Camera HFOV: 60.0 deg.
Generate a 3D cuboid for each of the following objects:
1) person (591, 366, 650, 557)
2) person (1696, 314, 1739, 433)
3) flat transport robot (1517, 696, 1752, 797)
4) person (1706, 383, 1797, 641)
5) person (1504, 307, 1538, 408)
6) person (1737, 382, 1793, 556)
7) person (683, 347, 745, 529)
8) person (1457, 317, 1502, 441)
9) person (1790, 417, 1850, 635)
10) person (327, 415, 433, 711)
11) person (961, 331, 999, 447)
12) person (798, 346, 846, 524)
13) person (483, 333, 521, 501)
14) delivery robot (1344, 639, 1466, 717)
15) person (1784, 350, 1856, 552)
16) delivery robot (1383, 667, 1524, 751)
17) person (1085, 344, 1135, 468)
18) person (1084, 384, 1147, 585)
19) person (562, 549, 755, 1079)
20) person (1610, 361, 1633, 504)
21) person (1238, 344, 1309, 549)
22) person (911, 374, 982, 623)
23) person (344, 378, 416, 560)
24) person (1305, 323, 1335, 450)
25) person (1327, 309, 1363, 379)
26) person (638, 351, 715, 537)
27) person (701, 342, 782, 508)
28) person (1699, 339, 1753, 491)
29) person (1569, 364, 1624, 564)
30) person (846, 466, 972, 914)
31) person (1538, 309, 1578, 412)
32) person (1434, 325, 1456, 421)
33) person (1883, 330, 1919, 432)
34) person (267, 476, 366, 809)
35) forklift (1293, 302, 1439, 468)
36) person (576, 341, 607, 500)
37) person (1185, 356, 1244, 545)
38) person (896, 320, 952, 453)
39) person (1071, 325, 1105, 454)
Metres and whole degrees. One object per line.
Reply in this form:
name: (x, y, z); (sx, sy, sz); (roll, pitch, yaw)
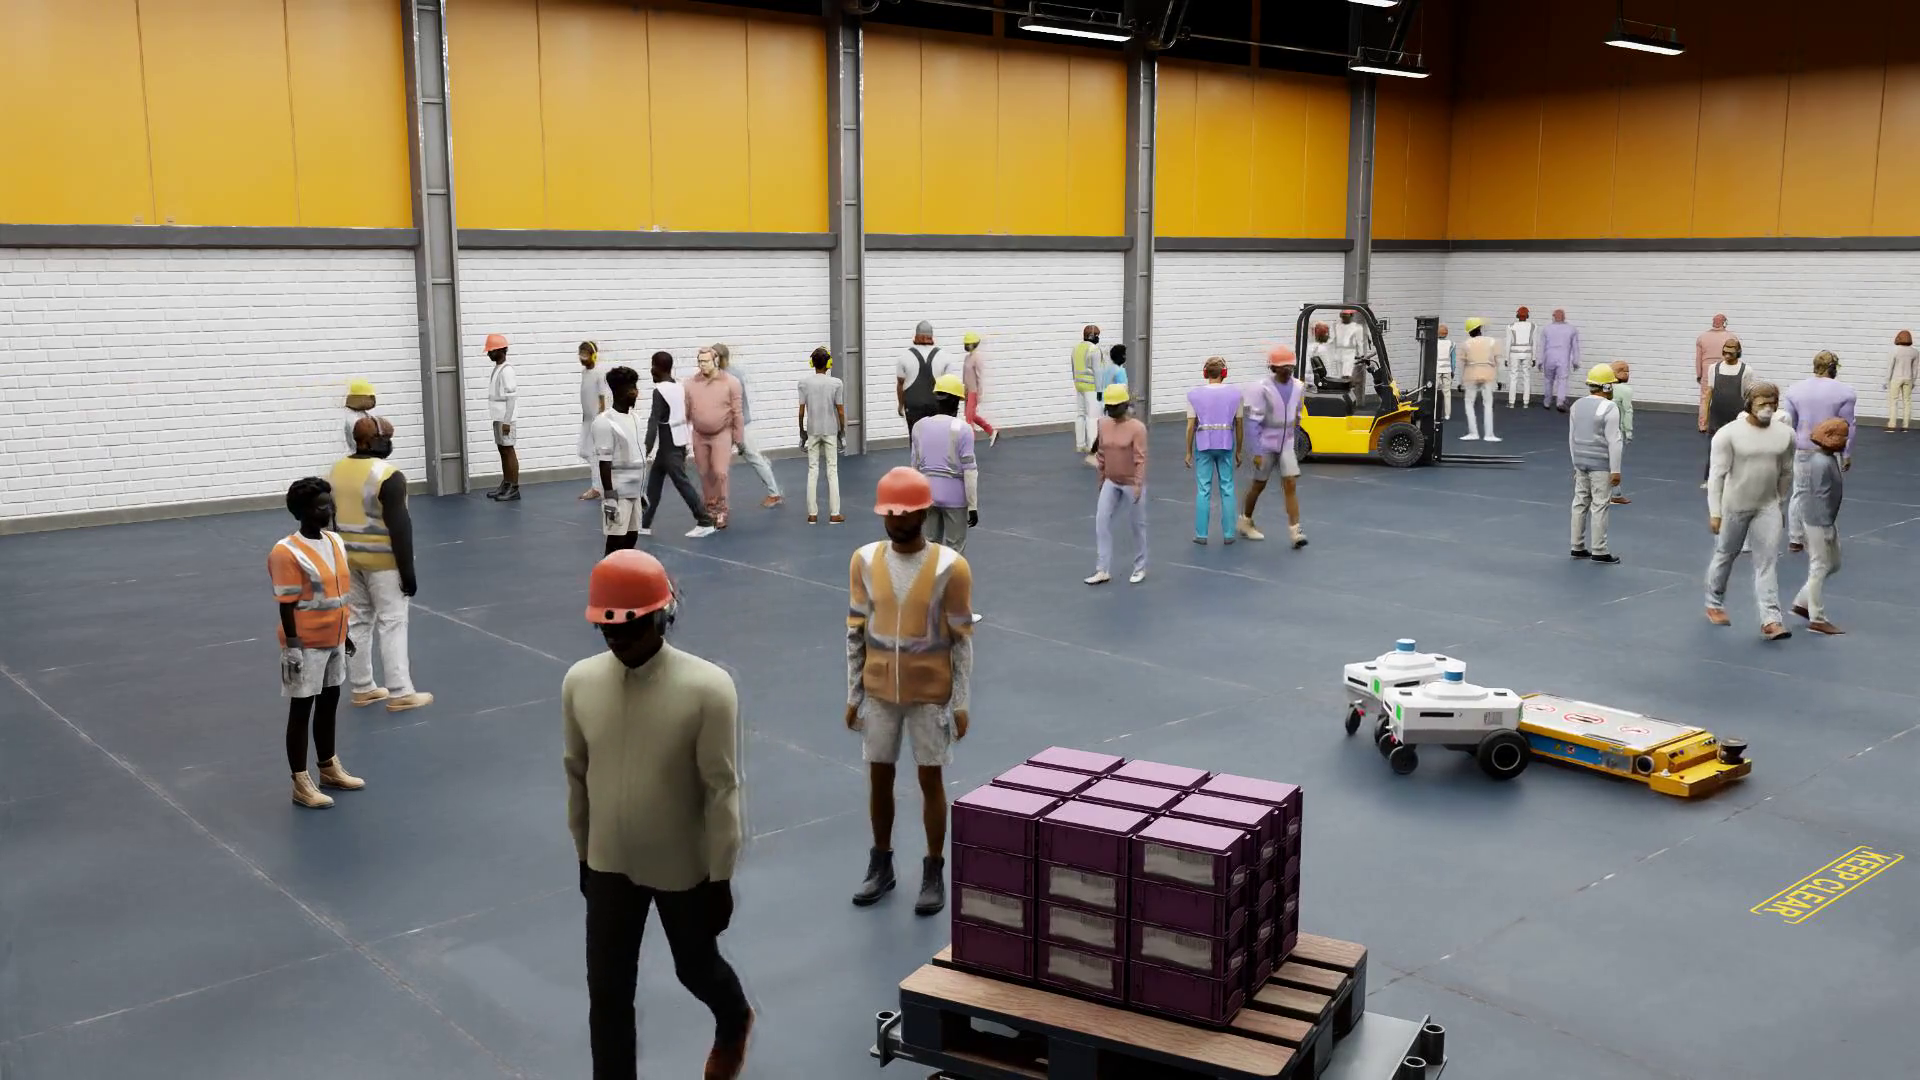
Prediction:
person: (-2.635, -0.385, 13.052); (0.367, 1.967, 0.606); (3, 10, 15)
person: (12.026, -2.637, 26.426); (0.641, 1.905, 0.410); (8, 13, 40)
flat transport robot: (3.558, 1.106, 9.281); (0.652, 0.197, 1.431); (-8, 12, -38)
person: (5.875, -0.222, 12.354); (0.661, 1.883, 1.020); (0, 10, 0)
person: (10.389, -3.377, 30.816); (0.577, 1.883, 0.353); (2, 10, 9)
person: (7.554, -0.668, 15.680); (0.529, 1.638, 0.317); (9, 14, 44)
person: (-2.591, -1.043, 17.152); (0.670, 1.879, 0.640); (2, 10, 11)
person: (7.951, -2.443, 25.347); (0.719, 1.884, 0.366); (1, 10, 7)
person: (6.474, -0.105, 12.416); (0.338, 1.632, 0.509); (7, 12, 36)
person: (-3.615, 0.147, 10.329); (0.640, 1.838, 0.430); (6, 11, 30)
person: (0.232, -2.134, 23.914); (0.695, 1.745, 0.534); (-3, 10, -19)
person: (-1.450, -1.098, 17.513); (0.514, 1.872, 0.328); (1, 10, 4)
person: (-5.288, -1.418, 19.186); (0.354, 1.938, 0.544); (-6, 11, -31)
delivery robot: (2.622, 0.828, 9.808); (0.707, 0.478, 0.477); (-5, 11, -25)
person: (8.104, -0.824, 15.723); (0.376, 1.936, 0.627); (-10, 14, -44)
delivery robot: (2.698, 0.944, 9.130); (0.707, 0.478, 0.477); (0, 10, 2)
person: (2.054, -1.778, 22.145); (0.885, 1.657, 0.528); (-1, 10, -7)
person: (1.357, -0.465, 14.189); (0.556, 1.722, 0.734); (8, 12, 38)
person: (-0.940, 0.961, 5.229); (0.613, 1.961, 0.949); (2, 10, 13)
person: (7.456, -1.227, 18.959); (0.280, 1.633, 0.498); (-4, 11, -24)
person: (3.071, -0.917, 16.118); (0.650, 1.974, 1.076); (-4, 10, -21)
person: (-0.098, -0.308, 12.750); (0.585, 1.918, 0.379); (7, 12, 35)
person: (-5.302, -0.591, 14.997); (0.781, 1.714, 0.487); (-1, 10, -4)
person: (5.257, -2.200, 24.025); (0.945, 1.842, 0.578); (-1, 10, -6)
person: (6.862, -3.234, 29.704); (0.615, 1.989, 1.074); (8, 12, 38)
person: (-2.924, -0.953, 16.685); (0.996, 1.875, 0.606); (1, 10, 5)
person: (-2.462, -1.281, 18.650); (0.955, 1.876, 0.652); (-4, 10, -21)
person: (9.149, -1.482, 19.856); (0.506, 1.839, 0.344); (7, 12, 34)
person: (5.854, -0.698, 15.271); (0.404, 1.837, 0.590); (-4, 10, -22)
person: (-0.234, 0.641, 7.134); (0.553, 1.935, 0.371); (3, 10, 15)
person: (10.876, -3.268, 30.260); (0.666, 1.856, 1.020); (4, 10, 20)
person: (8.240, -2.863, 28.524); (0.523, 1.637, 0.311); (-1, 10, -6)
person: (15.059, -2.535, 26.619); (0.506, 1.631, 0.267); (0, 10, 0)
person: (-3.313, 0.515, 8.571); (0.319, 1.698, 0.533); (2, 10, 13)
forklift: (5.320, -2.157, 22.763); (2.313, 2.155, 1.214); (3, 10, 16)
person: (-4.216, -1.376, 19.204); (0.444, 1.847, 0.555); (-8, 12, -38)
person: (2.474, -0.861, 16.205); (0.564, 1.841, 0.395); (0, 10, 1)
person: (-0.464, -1.750, 20.833); (0.686, 2.000, 0.552); (-1, 10, -7)
person: (1.856, -2.144, 23.741); (0.430, 1.838, 0.619); (-6, 11, -30)
